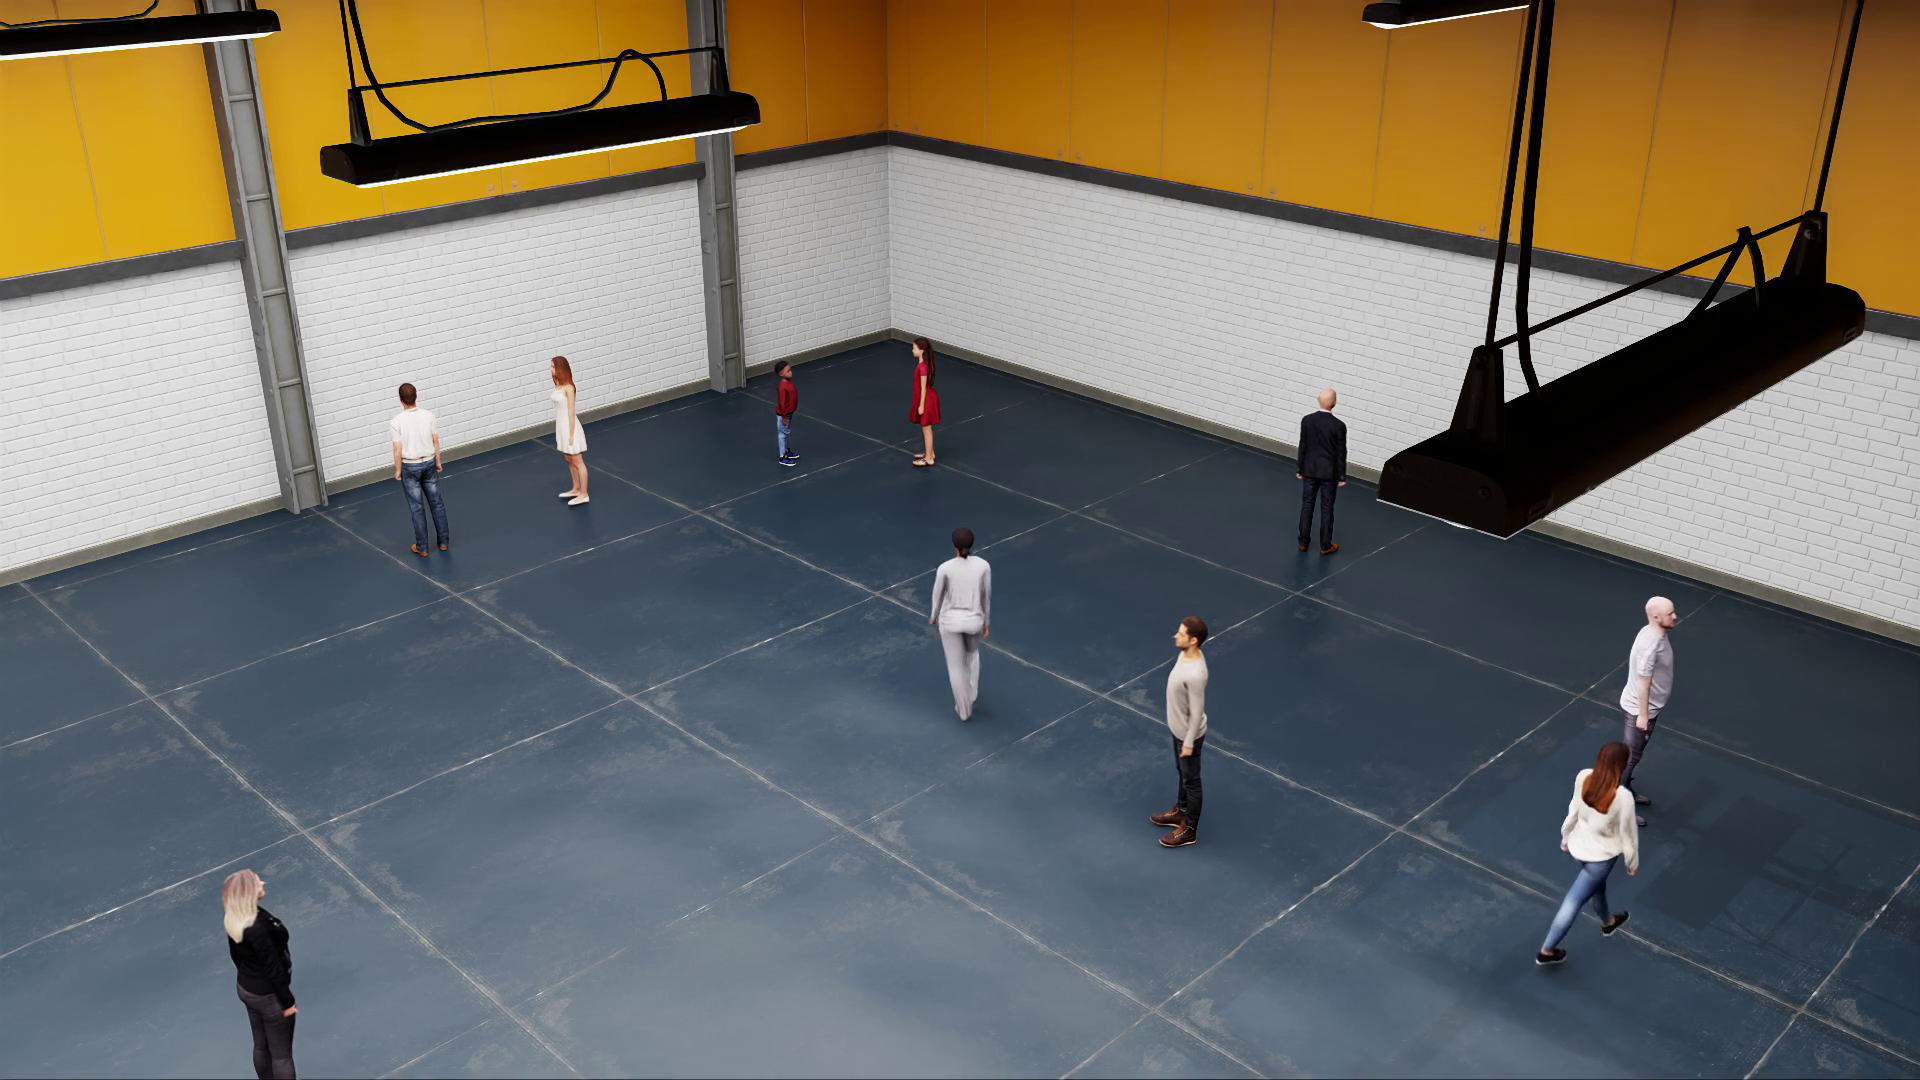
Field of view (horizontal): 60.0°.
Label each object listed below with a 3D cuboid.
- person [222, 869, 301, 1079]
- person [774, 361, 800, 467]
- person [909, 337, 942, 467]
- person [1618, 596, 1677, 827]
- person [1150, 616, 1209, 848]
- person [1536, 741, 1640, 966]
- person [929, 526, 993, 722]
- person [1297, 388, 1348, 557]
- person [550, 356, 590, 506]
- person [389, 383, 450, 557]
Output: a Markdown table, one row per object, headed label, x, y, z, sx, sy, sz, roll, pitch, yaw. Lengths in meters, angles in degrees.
| label | x | y | z | sx | sy | sz | roll | pitch | yaw |
| --- | --- | --- | --- | --- | --- | --- | --- | --- | --- |
| person | -4.081 | 2.666 | 9.744 | 0.621 | 1.685 | 0.556 | 19 | 30 | 36 |
| person | -2.094 | -1.539 | 19.899 | 0.643 | 1.255 | 0.567 | 3 | 24 | 7 |
| person | -0.405 | -1.664 | 19.816 | 0.749 | 1.551 | 0.689 | 0 | 24 | -1 |
| person | 5.231 | 1.267 | 12.760 | 0.780 | 1.833 | 0.625 | 13 | 27 | 26 |
| person | 1.698 | 1.408 | 12.393 | 0.785 | 1.868 | 0.742 | -2 | 24 | -4 |
| person | 4.146 | 2.130 | 11.031 | 1.189 | 1.636 | 0.870 | -12 | 26 | -25 |
| person | 0.038 | 0.742 | 14.106 | 0.840 | 1.717 | 0.882 | -7 | 24 | -15 |
| person | 3.764 | -0.718 | 17.342 | 0.739 | 1.800 | 0.669 | 13 | 27 | 28 |
| person | -4.382 | -1.249 | 18.668 | 0.564 | 1.711 | 0.596 | -16 | 29 | -33 |
| person | -5.640 | -0.746 | 17.337 | 0.518 | 1.855 | 0.738 | -19 | 30 | -36 |
